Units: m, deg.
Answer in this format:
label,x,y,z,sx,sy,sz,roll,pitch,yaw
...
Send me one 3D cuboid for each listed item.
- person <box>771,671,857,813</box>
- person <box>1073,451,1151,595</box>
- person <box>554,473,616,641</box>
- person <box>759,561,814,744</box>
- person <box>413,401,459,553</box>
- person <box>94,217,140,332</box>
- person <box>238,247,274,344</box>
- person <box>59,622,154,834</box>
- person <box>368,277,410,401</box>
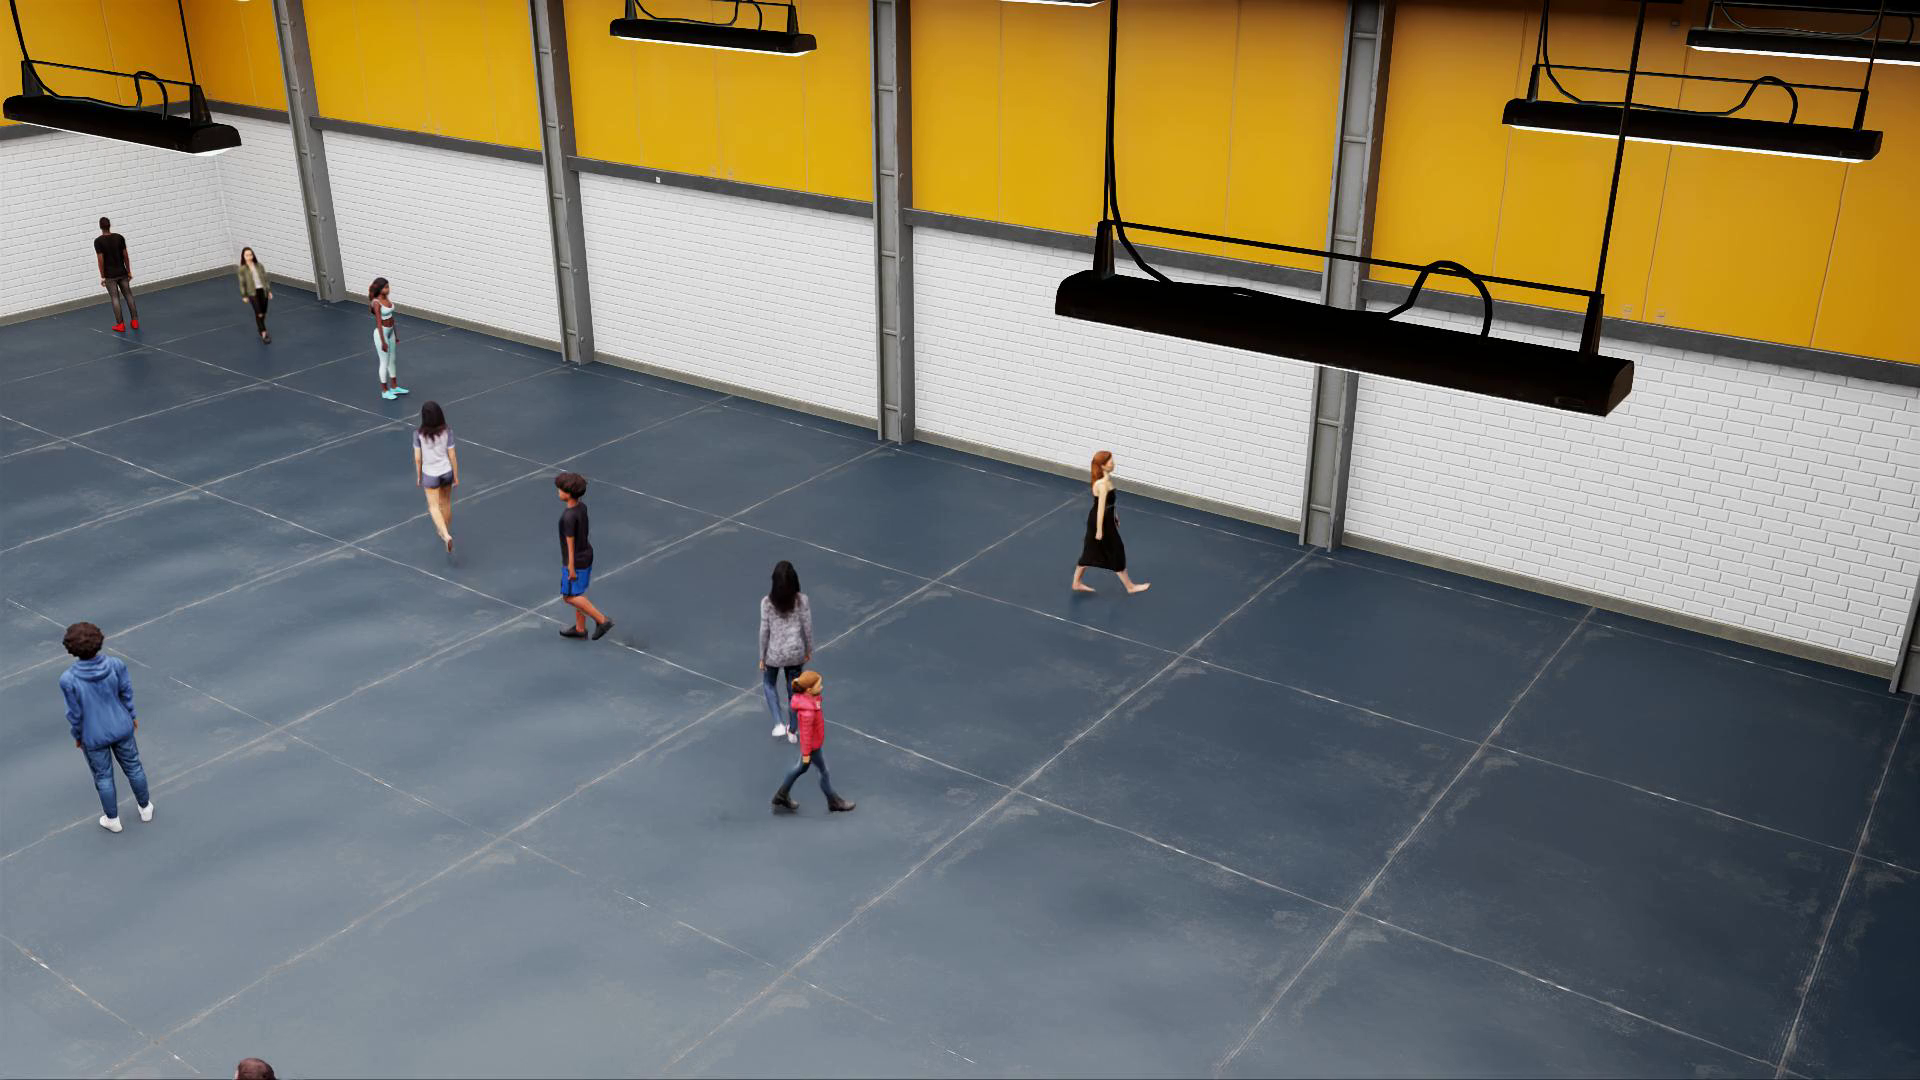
label,x,y,z,sx,sy,sz,roll,pitch,yaw
person,-1.277,1.663,13.495,0.978,1.286,0.866,-1,24,-3
person,1.373,-0.156,17.275,1.106,1.590,0.929,1,24,2
person,-3.669,0.188,16.248,0.954,1.784,0.825,3,24,8
person,-1.508,1.019,14.420,0.742,1.725,0.793,-6,24,-13
person,-5.742,-0.674,18.309,0.898,1.712,1.116,-11,26,-24
person,-13.347,-4.213,26.289,0.557,1.805,0.656,19,30,37
person,-10.937,-3.821,25.839,0.708,1.446,1.025,-20,31,-39
person,-6.816,1.480,13.258,0.728,1.811,0.666,-19,30,-36
person,-8.026,-2.829,23.223,0.652,1.724,0.639,4,24,9
